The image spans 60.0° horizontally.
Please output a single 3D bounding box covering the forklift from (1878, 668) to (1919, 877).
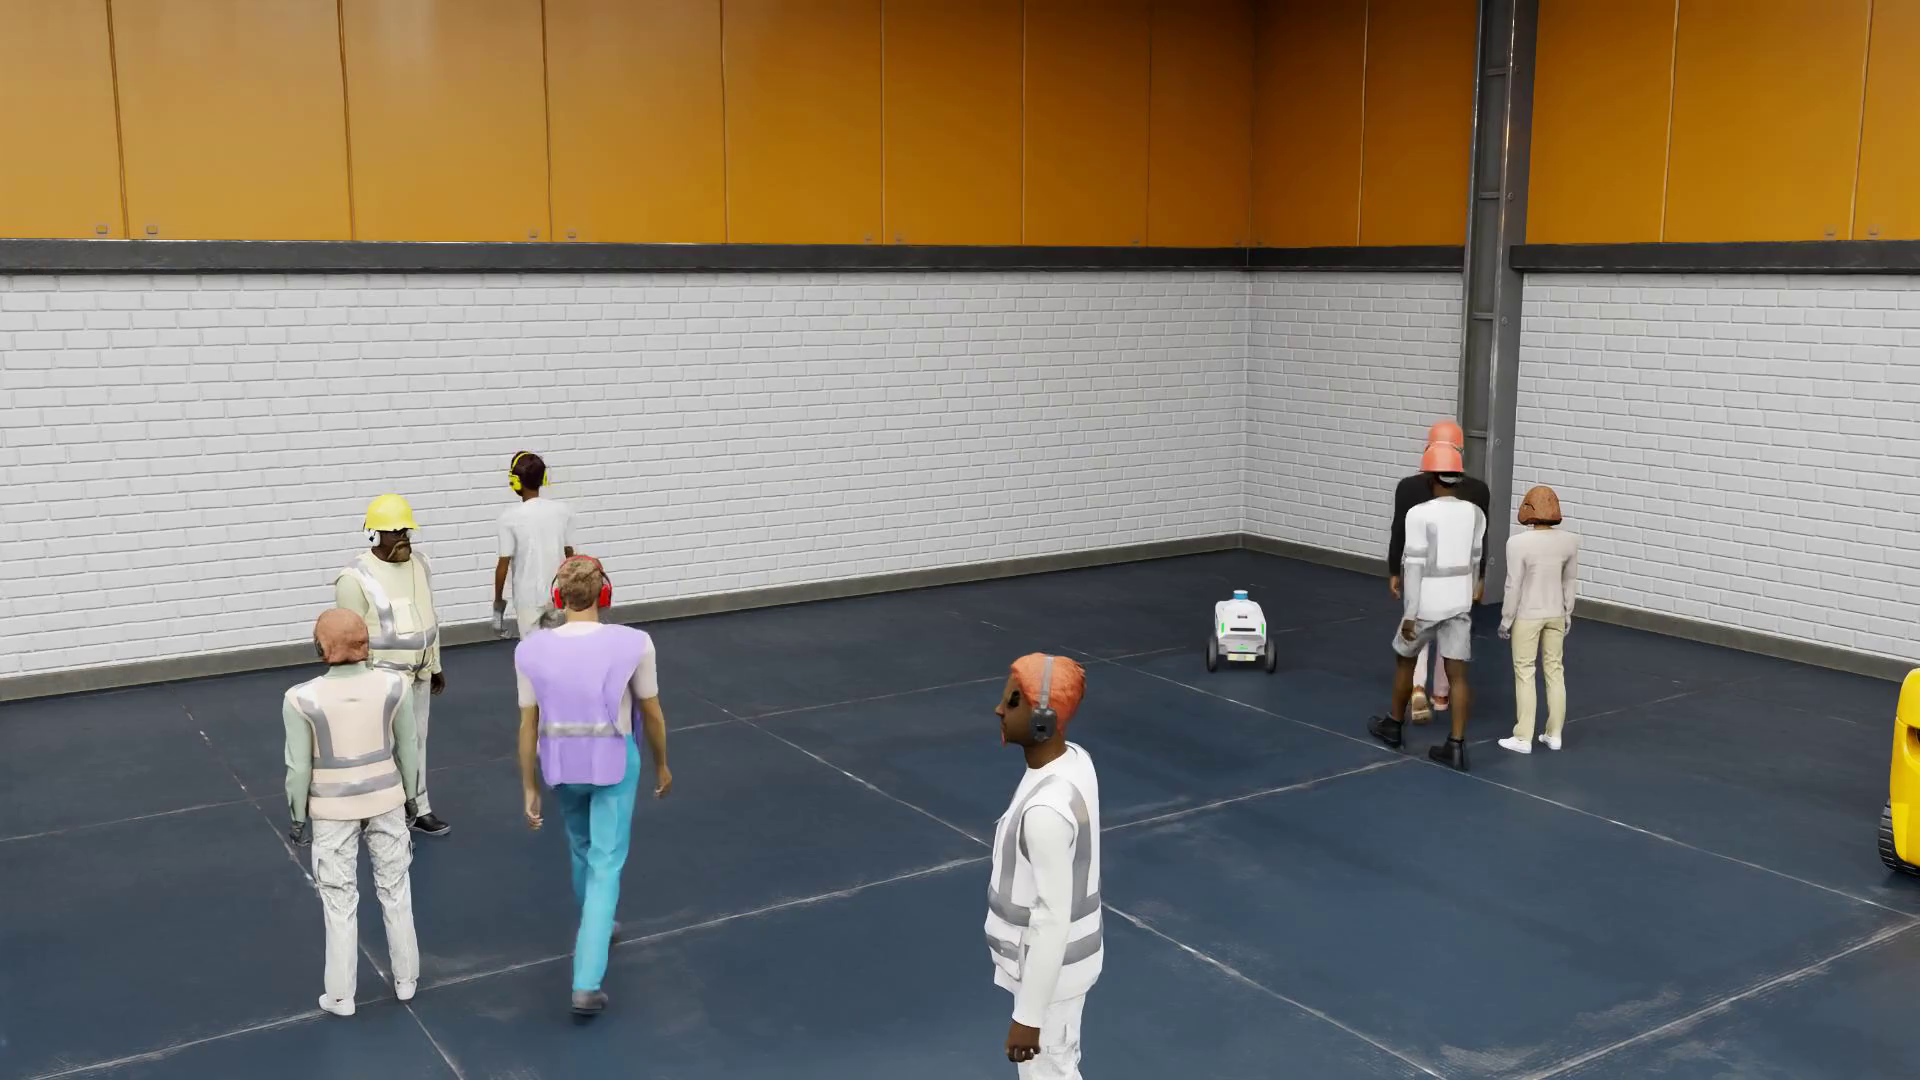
[{"bbox_3d":[5.511,0.571,7.906,2.313,2.155,1.214,-6,11,-33],"label":"forklift"}]

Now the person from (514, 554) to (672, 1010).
[{"bbox_3d":[-1.507,0.957,6.787,0.568,1.806,0.944,1,9,7],"label":"person"}]

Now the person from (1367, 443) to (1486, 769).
[{"bbox_3d":[2.822,0.363,10.016,0.579,1.898,0.899,-3,10,-17],"label":"person"}]

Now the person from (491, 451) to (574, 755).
[{"bbox_3d":[-2.568,0.387,10.056,0.520,1.848,0.570,9,13,42],"label":"person"}]

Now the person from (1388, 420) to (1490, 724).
[{"bbox_3d":[3.103,0.205,10.813,0.623,1.968,0.894,3,10,16],"label":"person"}]

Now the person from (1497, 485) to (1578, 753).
[{"bbox_3d":[3.511,0.482,10.124,0.507,1.631,0.266,-3,10,-17],"label":"person"}]

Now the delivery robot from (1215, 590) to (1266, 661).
[{"bbox_3d":[2.067,0.616,12.282,0.477,0.478,0.707,1,10,6],"label":"delivery robot"}]

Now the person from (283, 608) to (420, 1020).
[{"bbox_3d":[-2.384,1.071,6.563,0.514,1.640,0.310,-6,11,-33],"label":"person"}]

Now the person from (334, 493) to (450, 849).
[{"bbox_3d":[-2.865,0.665,8.458,0.403,1.828,0.588,4,10,25],"label":"person"}]

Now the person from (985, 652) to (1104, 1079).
[{"bbox_3d":[0.233,1.243,4.792,0.355,1.885,0.575,1,9,7],"label":"person"}]
